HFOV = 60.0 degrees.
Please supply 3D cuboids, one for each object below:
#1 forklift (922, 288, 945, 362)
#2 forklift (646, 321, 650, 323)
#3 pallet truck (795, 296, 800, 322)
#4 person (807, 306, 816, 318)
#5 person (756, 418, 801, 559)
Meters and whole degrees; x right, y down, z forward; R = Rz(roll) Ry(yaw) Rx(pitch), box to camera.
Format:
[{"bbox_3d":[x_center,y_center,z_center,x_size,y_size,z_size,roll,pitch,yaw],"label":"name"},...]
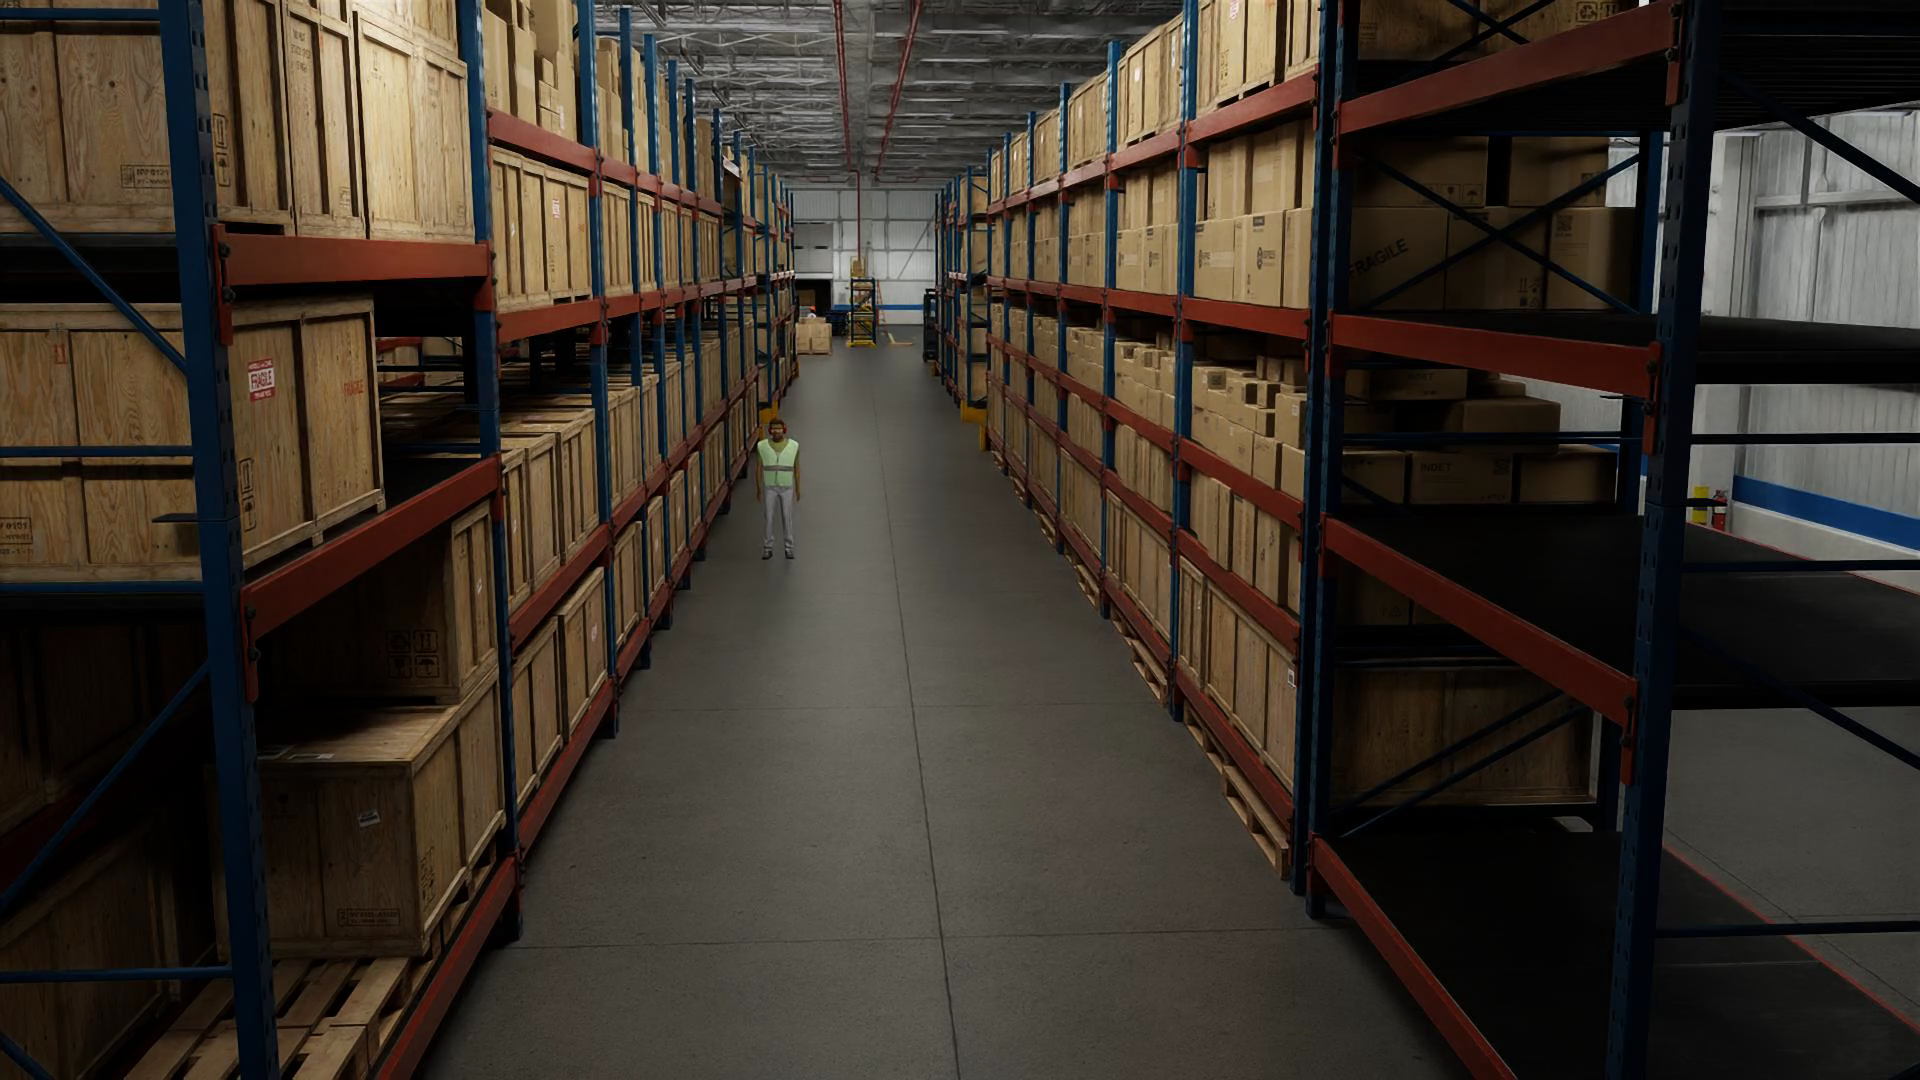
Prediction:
[{"bbox_3d":[-0.873,-8.292,63.999,1.129,2.768,1.873,-1,10,-3],"label":"forklift"},{"bbox_3d":[-9.677,-5.942,49.963,1.129,2.768,1.873,-1,10,-4],"label":"forklift"},{"bbox_3d":[-8.622,-12.439,91.403,1.885,1.965,0.823,2,10,13],"label":"pallet truck"},{"bbox_3d":[-6.463,-9.283,72.778,0.543,1.928,0.400,9,13,42],"label":"person"},{"bbox_3d":[-2.350,-0.670,21.552,0.571,1.843,0.373,-1,10,-6],"label":"person"}]
